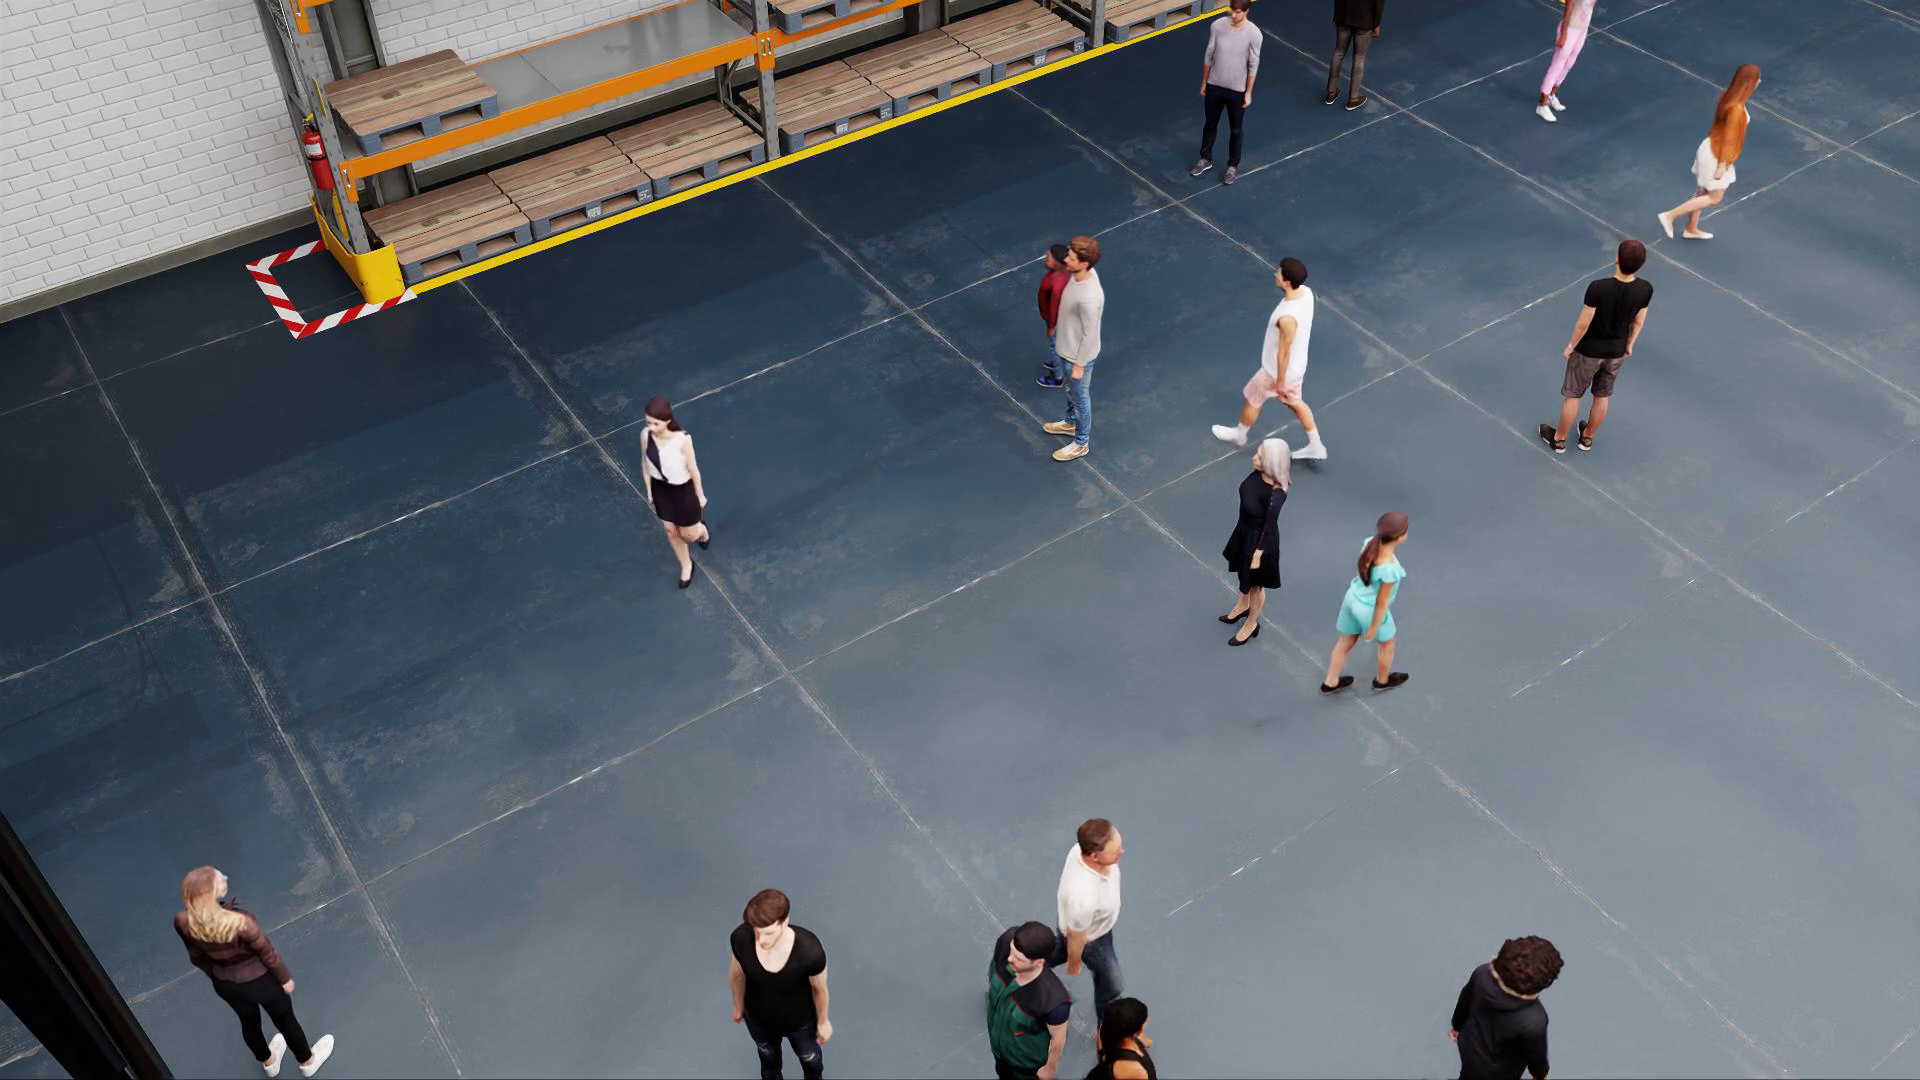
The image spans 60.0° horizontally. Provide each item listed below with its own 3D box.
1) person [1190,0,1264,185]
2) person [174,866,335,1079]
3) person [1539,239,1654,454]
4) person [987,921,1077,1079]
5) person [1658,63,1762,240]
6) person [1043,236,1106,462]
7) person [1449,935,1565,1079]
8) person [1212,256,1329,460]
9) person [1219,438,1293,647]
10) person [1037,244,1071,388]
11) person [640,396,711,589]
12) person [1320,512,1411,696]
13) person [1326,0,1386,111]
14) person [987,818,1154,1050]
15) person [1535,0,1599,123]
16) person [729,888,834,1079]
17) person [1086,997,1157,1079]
[{"bbox_3d":[2.471,-4.182,15.296,0.735,1.842,0.709,21,47,20],"label":"person"},{"bbox_3d":[-3.701,2.275,8.619,0.656,1.703,0.728,5,44,5],"label":"person"},{"bbox_3d":[4.771,-1.429,12.392,0.709,1.862,0.822,-3,44,-3],"label":"person"},{"bbox_3d":[0.327,2.467,8.274,0.559,1.901,0.663,-25,49,-24],"label":"person"},{"bbox_3d":[6.522,-3.354,14.520,0.922,1.714,0.862,7,44,8],"label":"person"},{"bbox_3d":[0.879,-1.439,12.371,0.734,1.906,0.742,-6,44,-7],"label":"person"},{"bbox_3d":[2.587,2.574,8.262,0.726,1.762,0.686,-16,46,-16],"label":"person"},{"bbox_3d":[2.487,-1.276,12.312,1.006,1.750,1.171,23,48,22],"label":"person"},{"bbox_3d":[1.947,0.005,10.970,0.707,1.747,0.689,-5,44,-5],"label":"person"},{"bbox_3d":[0.778,-1.797,13.220,0.636,1.252,0.573,8,44,8],"label":"person"},{"bbox_3d":[-1.922,-0.372,11.445,0.775,1.638,0.840,10,44,10],"label":"person"},{"bbox_3d":[2.552,0.448,10.656,0.859,1.537,0.641,-17,46,-17],"label":"person"},{"bbox_3d":[3.879,-5.097,16.287,0.722,1.800,0.679,26,50,25],"label":"person"},{"bbox_3d":[0.564,2.025,8.798,1.221,1.819,1.226,10,45,11],"label":"person"},{"bbox_3d":[5.945,-4.962,16.187,0.497,1.742,0.664,-30,51,-28],"label":"person"},{"bbox_3d":[-0.900,2.352,8.398,0.757,1.896,0.808,8,44,9],"label":"person"},{"bbox_3d":[0.699,2.779,8.121,0.736,1.660,0.685,-19,47,-19],"label":"person"}]
